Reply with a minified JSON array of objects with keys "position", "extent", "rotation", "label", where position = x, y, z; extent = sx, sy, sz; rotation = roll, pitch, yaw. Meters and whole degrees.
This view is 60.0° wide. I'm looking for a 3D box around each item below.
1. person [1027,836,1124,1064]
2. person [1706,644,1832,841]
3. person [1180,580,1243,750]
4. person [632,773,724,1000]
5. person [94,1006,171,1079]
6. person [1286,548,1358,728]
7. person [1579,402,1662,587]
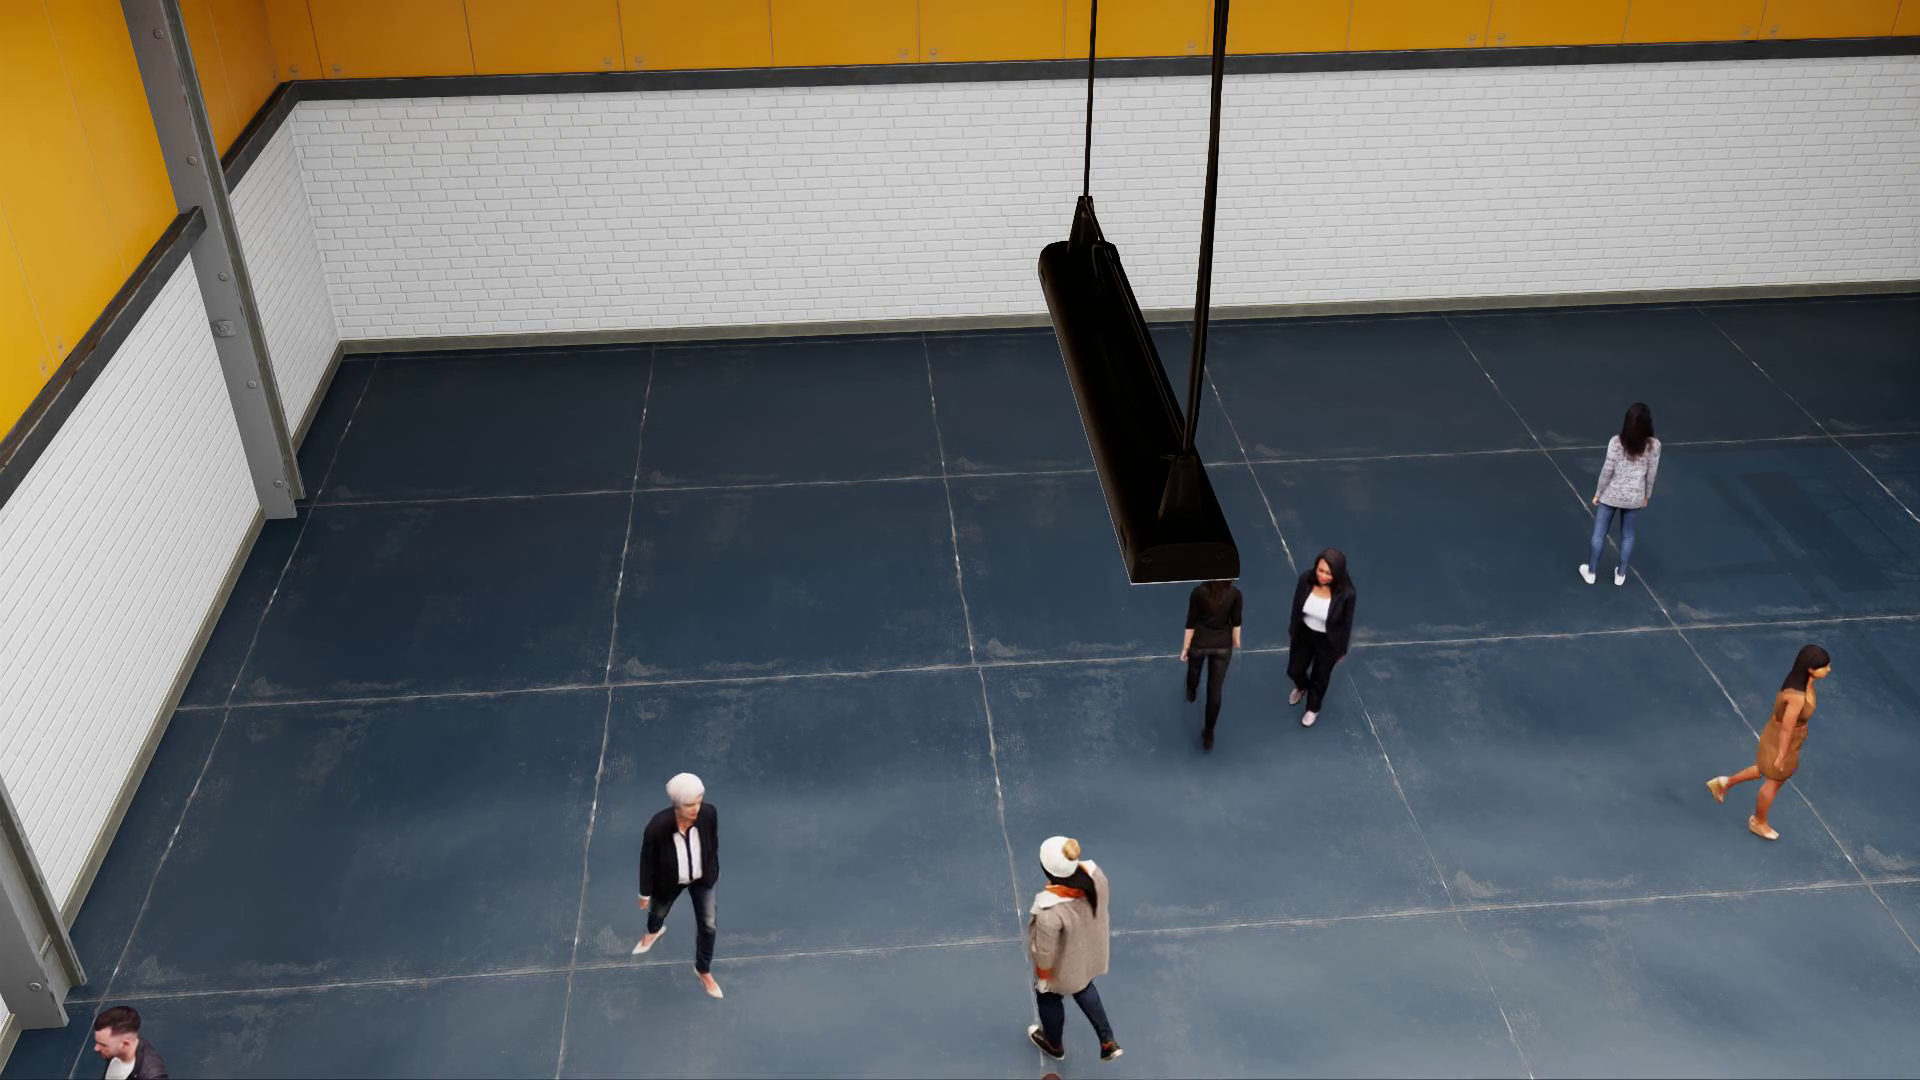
[{"position":[0.703,2.470,9.837],"extent":[0.975,1.878,1.057],"rotation":[-27,42,-34],"label":"person"},{"position":[5.674,1.390,11.642],"extent":[0.874,1.678,0.842],"rotation":[19,38,26],"label":"person"},{"position":[1.890,0.860,12.506],"extent":[0.727,1.604,1.054],"rotation":[3,34,4],"label":"person"},{"position":[-1.763,2.031,10.085],"extent":[0.898,1.750,0.931],"rotation":[-9,35,-13],"label":"person"},{"position":[-4.266,3.140,8.866],"extent":[0.722,1.837,0.788],"rotation":[26,42,33],"label":"person"},{"position":[2.789,0.697,12.751],"extent":[0.780,1.605,0.829],"rotation":[16,37,22],"label":"person"},{"position":[5.680,-0.393,14.275],"extent":[0.663,1.731,0.609],"rotation":[5,34,7],"label":"person"}]
